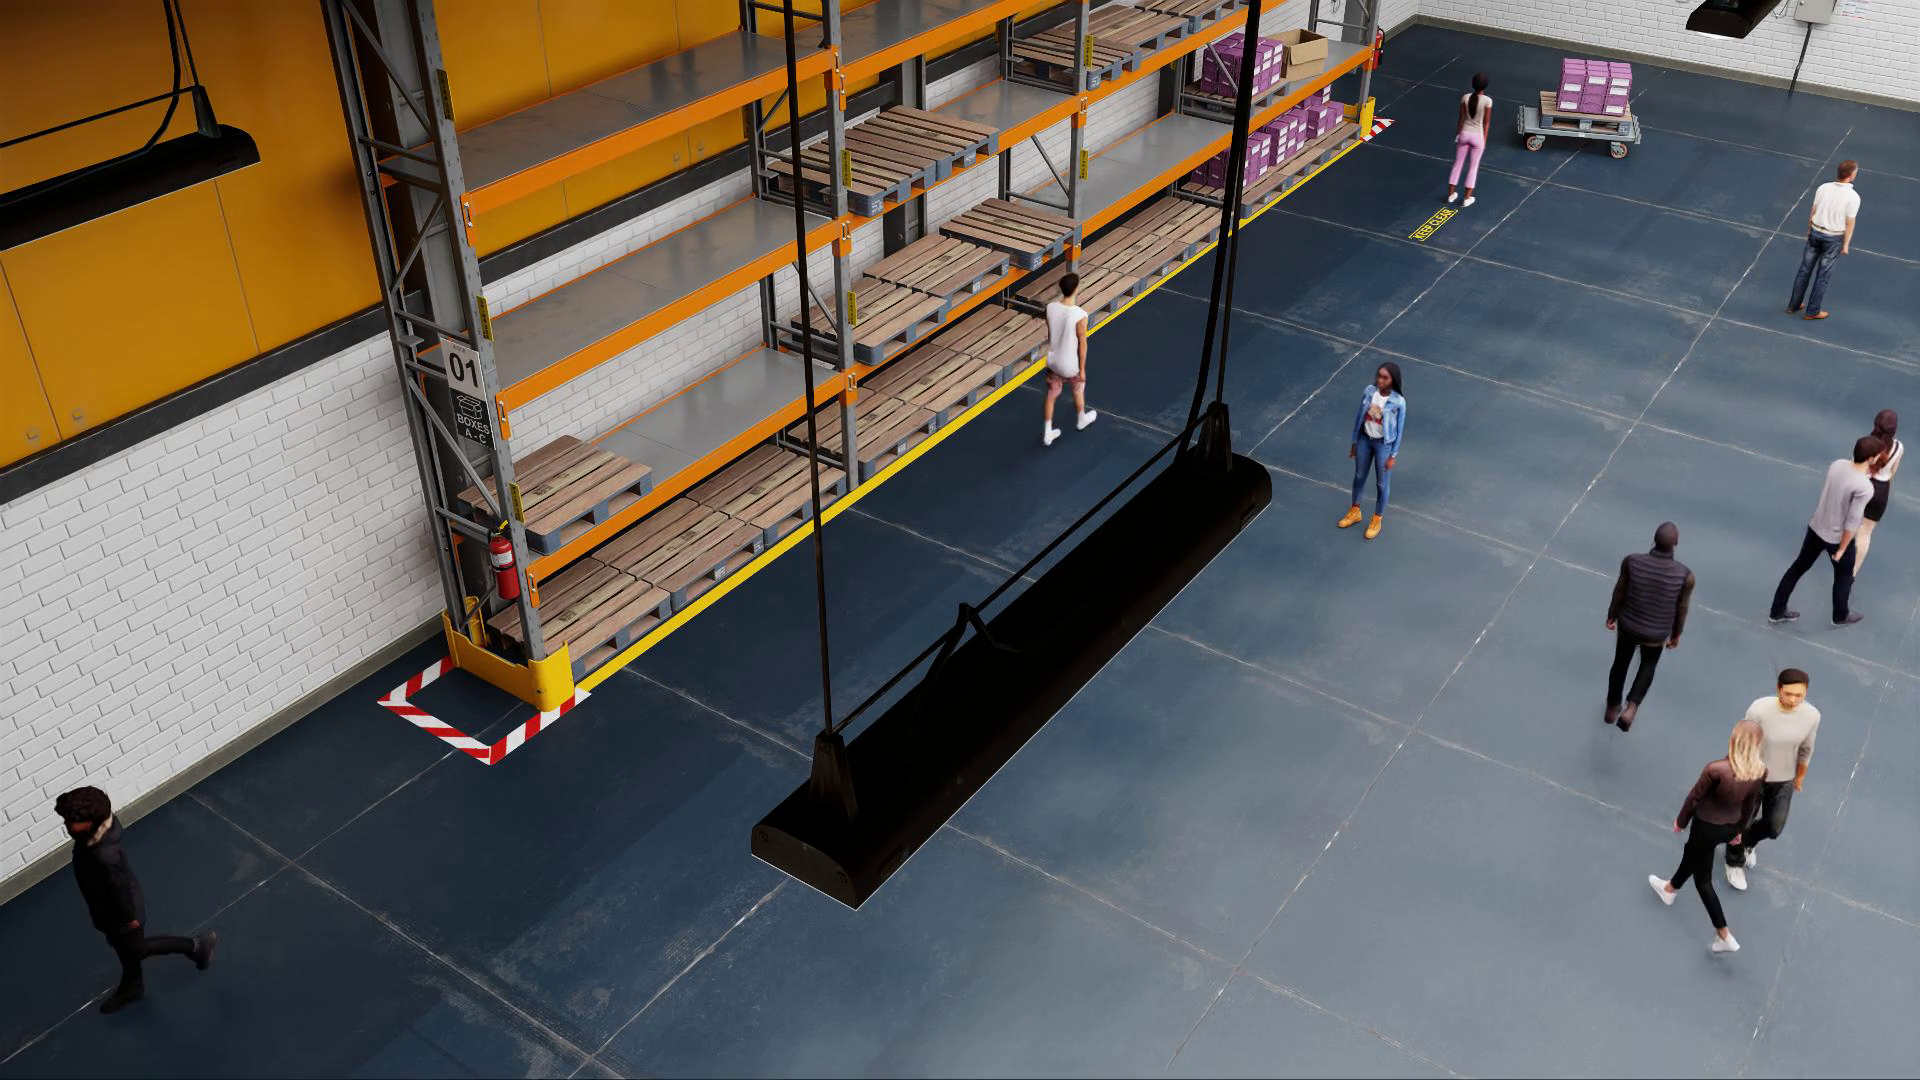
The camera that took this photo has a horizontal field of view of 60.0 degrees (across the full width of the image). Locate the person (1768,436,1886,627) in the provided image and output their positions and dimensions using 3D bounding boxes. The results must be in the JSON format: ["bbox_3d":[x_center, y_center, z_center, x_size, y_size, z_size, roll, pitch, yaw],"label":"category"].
[{"bbox_3d":[7.130,-0.044,13.793,1.110,1.812,1.024,-9,35,-13],"label":"person"}]

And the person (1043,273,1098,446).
[{"bbox_3d":[0.977,-1.732,16.382,0.672,1.757,0.937,21,39,28],"label":"person"}]

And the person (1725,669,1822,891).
[{"bbox_3d":[5.490,1.557,11.397,0.803,1.797,0.837,4,34,6],"label":"person"}]

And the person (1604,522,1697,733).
[{"bbox_3d":[5.179,0.707,12.652,0.738,1.825,0.849,17,37,24],"label":"person"}]

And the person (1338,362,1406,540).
[{"bbox_3d":[3.773,-0.835,15.073,0.621,1.713,0.543,26,42,34],"label":"person"}]

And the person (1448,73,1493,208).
[{"bbox_3d":[6.657,-5.221,21.646,0.566,1.741,0.525,25,41,32],"label":"person"}]

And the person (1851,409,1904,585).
[{"bbox_3d":[7.851,-0.321,14.404,0.835,1.596,1.160,8,34,11],"label":"person"}]

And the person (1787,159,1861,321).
[{"bbox_3d":[9.782,-3.406,18.813,0.709,1.854,0.739,-20,39,-27],"label":"person"}]

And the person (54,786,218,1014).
[{"bbox_3d":[-5.210,2.223,10.427,1.083,1.762,0.818,-23,40,-30],"label":"person"}]

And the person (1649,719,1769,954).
[{"bbox_3d":[4.985,1.963,10.905,1.096,1.665,1.090,-11,35,-15],"label":"person"}]
